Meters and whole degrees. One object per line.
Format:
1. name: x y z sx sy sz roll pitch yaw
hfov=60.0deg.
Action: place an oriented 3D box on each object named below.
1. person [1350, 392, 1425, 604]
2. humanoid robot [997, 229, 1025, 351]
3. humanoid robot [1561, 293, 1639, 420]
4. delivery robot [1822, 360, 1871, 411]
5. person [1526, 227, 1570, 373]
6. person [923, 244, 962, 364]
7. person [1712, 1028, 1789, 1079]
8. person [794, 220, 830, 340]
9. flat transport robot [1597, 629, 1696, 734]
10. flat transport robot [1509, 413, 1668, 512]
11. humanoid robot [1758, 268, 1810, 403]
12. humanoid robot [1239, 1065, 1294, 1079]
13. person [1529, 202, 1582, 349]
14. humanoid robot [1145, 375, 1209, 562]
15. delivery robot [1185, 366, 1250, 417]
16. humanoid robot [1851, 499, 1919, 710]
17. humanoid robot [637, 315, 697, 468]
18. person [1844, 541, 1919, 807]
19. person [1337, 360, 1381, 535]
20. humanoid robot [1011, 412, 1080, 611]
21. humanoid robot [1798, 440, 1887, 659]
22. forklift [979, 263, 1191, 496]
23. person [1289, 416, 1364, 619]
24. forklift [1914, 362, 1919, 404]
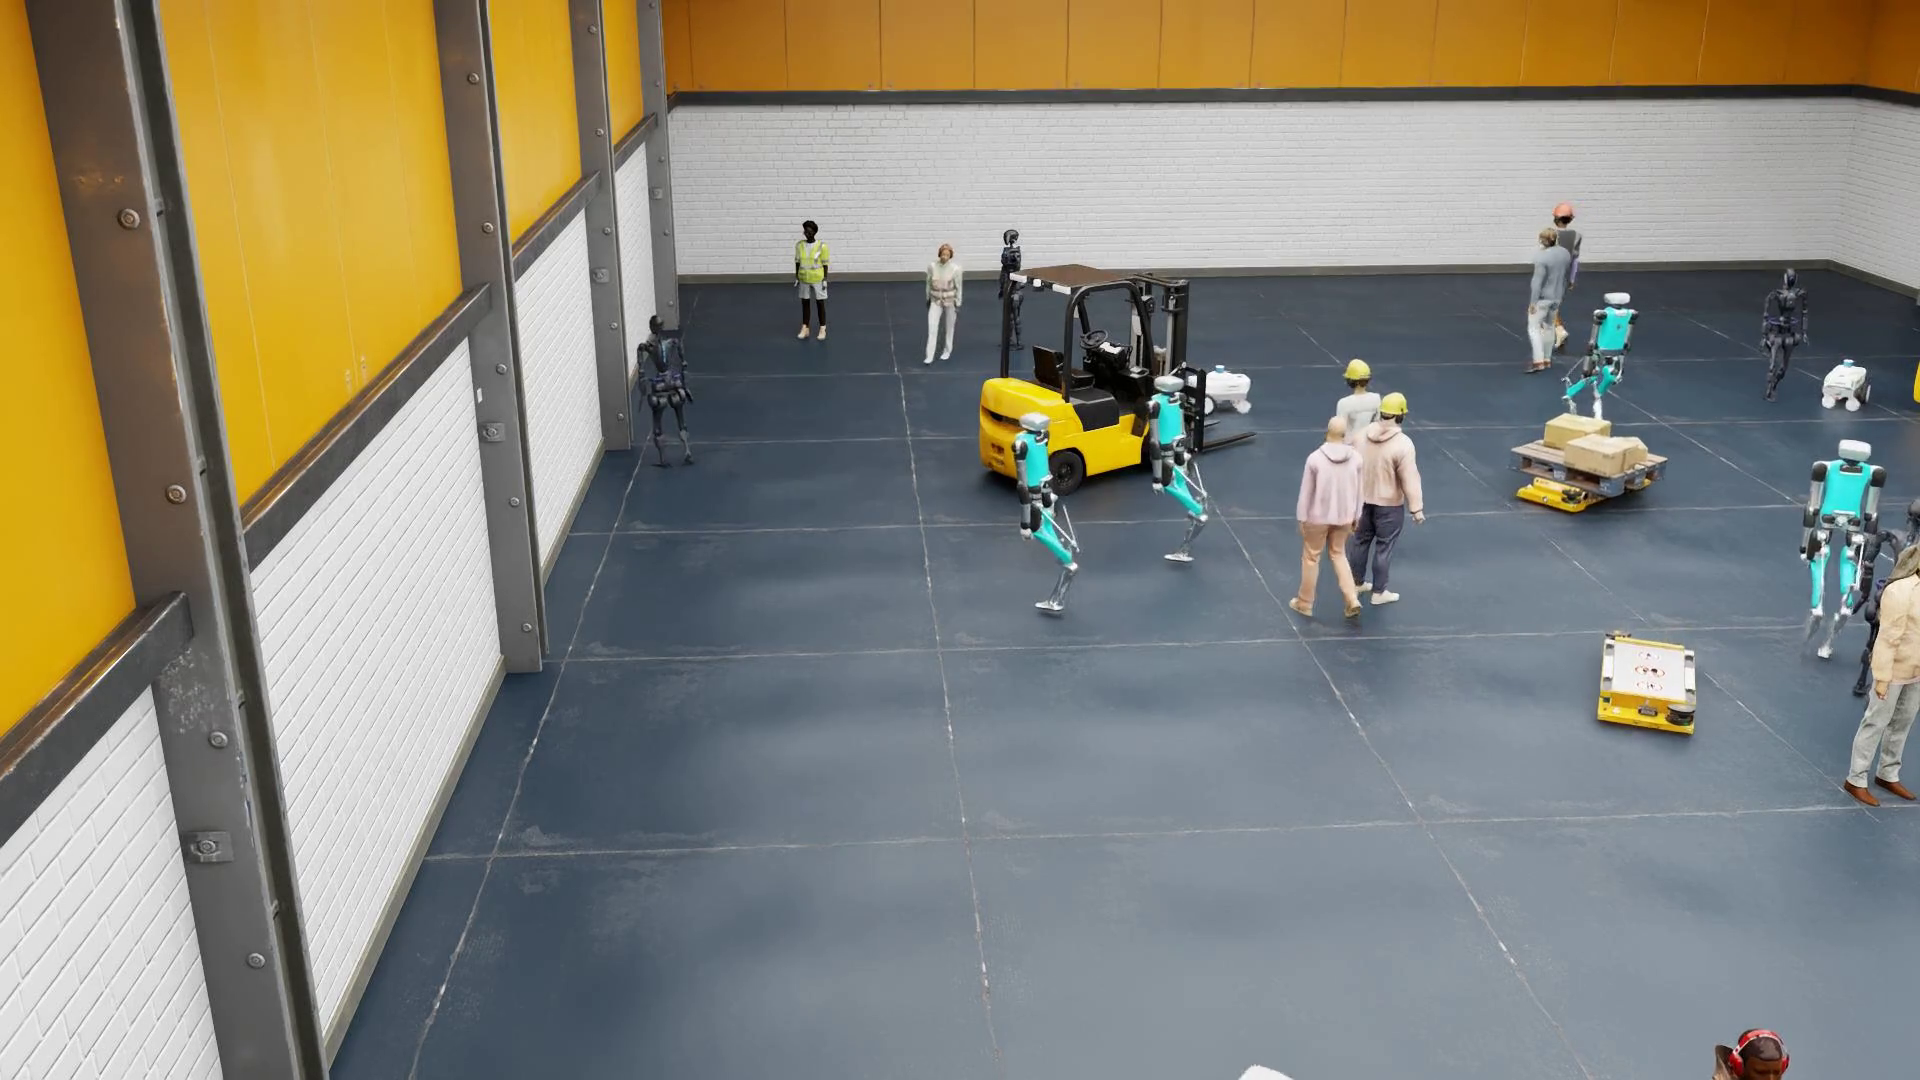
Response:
1. person: 3.606 -0.352 14.286 0.438 1.858 0.809 -16 25 -36
2. humanoid robot: 0.717 -3.465 23.004 0.315 1.657 0.599 -8 22 -20
3. humanoid robot: 7.189 -1.954 18.816 0.553 1.776 0.709 -5 21 -12
4. delivery robot: 10.877 -1.919 20.425 0.520 0.584 0.744 15 25 35
5. person: 7.740 -3.153 21.852 0.733 1.913 0.616 -11 23 -27
6. person: -0.240 -3.144 22.239 0.535 1.597 0.788 6 21 16
7. person: 3.000 2.603 6.523 0.459 1.651 0.327 -2 20 -6
8. person: -2.105 -3.689 23.604 0.534 1.696 0.318 7 21 17
9. flat transport robot: 5.252 1.069 12.714 0.659 0.231 1.431 8 22 20
10. flat transport robot: 6.473 -0.589 17.233 1.431 0.231 0.659 -15 25 -36
11. humanoid robot: 10.196 -2.544 20.569 0.610 1.657 0.597 0 20 -1
12. humanoid robot: 0.939 2.826 5.847 0.538 1.776 0.959 9 22 23
13. person: 8.281 -3.650 23.046 0.613 2.014 0.854 -6 21 -17
14. humanoid robot: 2.053 -0.536 15.073 0.767 1.858 0.538 16 25 36
15. delivery robot: 3.139 -1.818 20.148 0.758 0.583 0.499 -3 20 -8
16. humanoid robot: 6.968 0.459 12.344 0.583 1.638 0.524 15 25 35
17. humanoid robot: -3.168 -1.601 17.959 0.611 1.645 0.432 -11 23 -27
18. person: 6.232 0.848 11.002 0.561 1.872 0.390 -7 21 -19
19. person: 3.728 -0.840 15.749 0.543 1.763 0.320 -11 23 -26
20. humanoid robot: 0.804 -0.121 13.979 0.745 1.892 0.530 10 23 26
21. humanoid robot: 6.926 0.177 13.116 0.539 1.847 0.746 6 21 17
22. forklift: 1.315 -1.764 17.646 2.313 2.155 1.214 -14 24 -33
23. person: 3.107 -0.162 13.901 0.548 1.768 0.577 -5 21 -13
24. forklift: 12.602 -2.435 19.475 2.313 2.155 1.214 -1 20 -4
